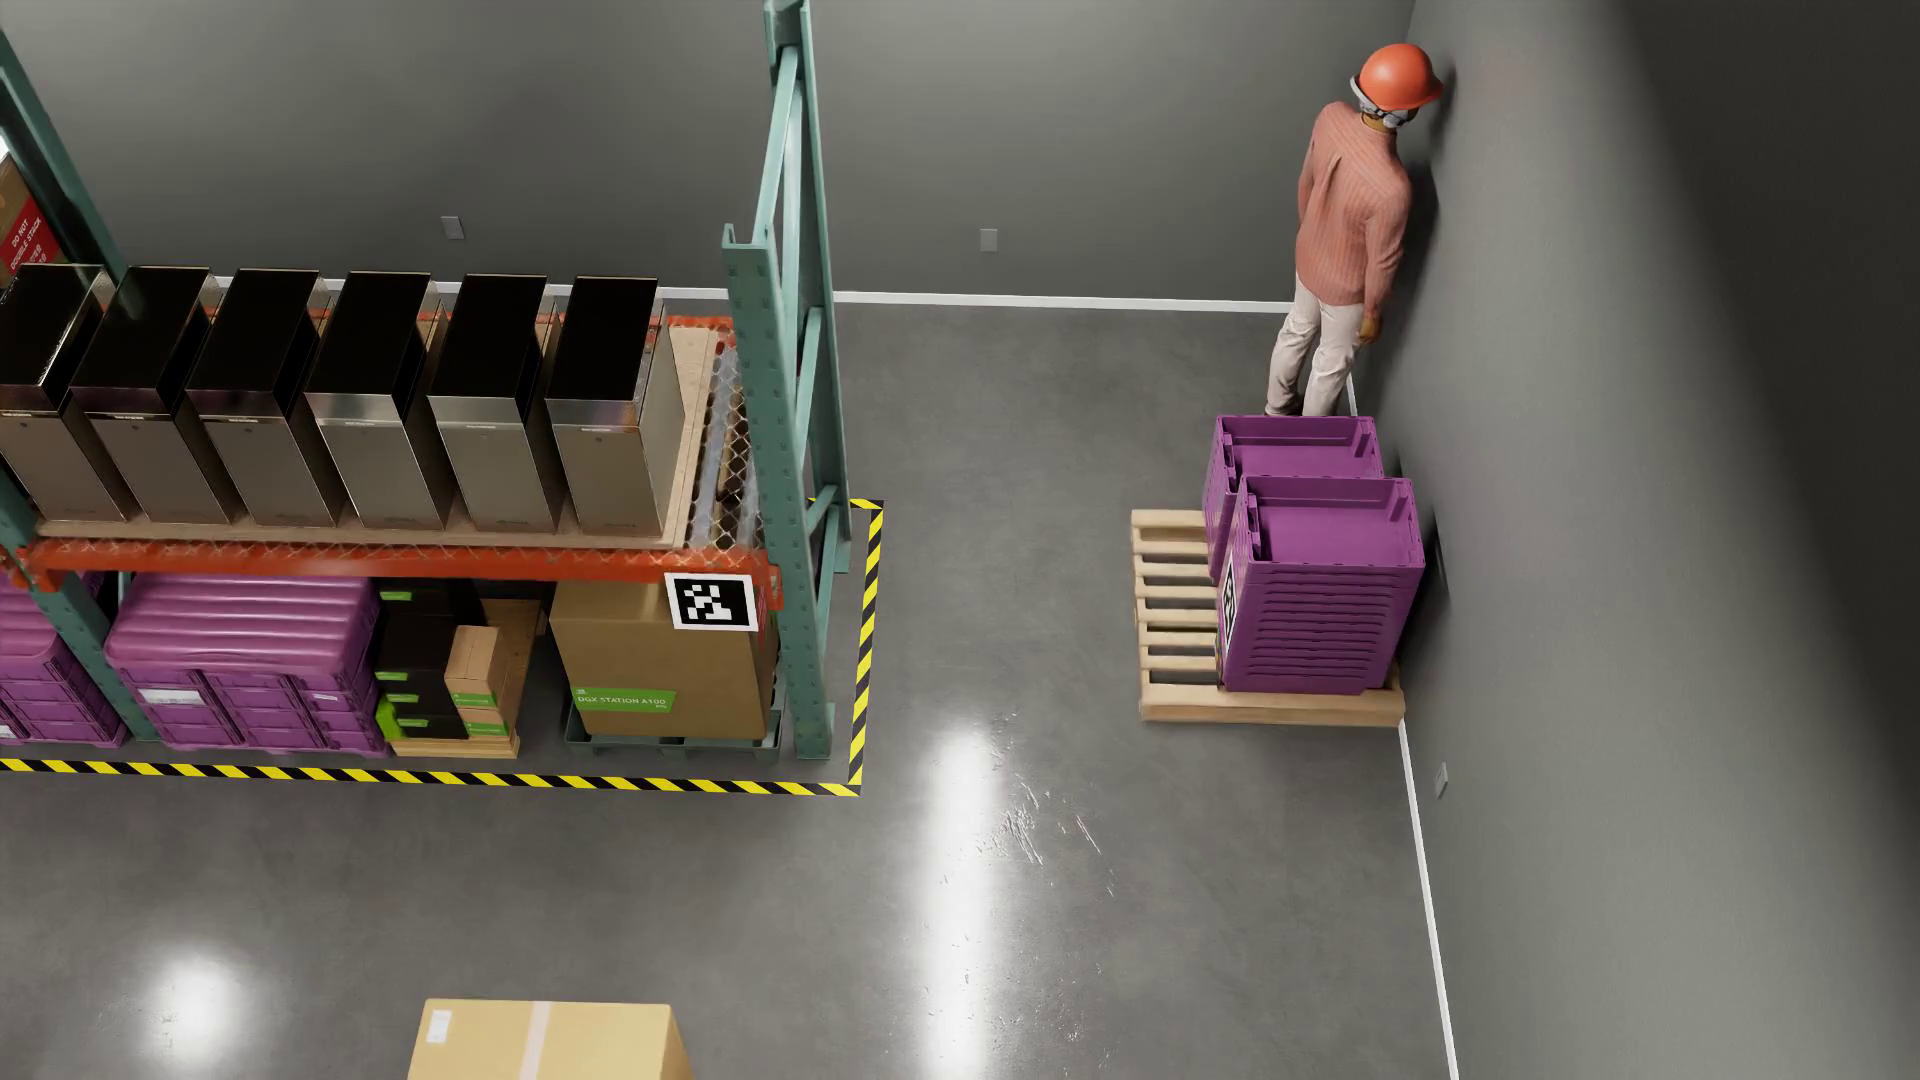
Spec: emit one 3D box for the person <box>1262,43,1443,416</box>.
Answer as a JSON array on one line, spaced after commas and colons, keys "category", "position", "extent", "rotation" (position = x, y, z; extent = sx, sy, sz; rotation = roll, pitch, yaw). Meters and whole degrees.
[{"category": "person", "position": [1.507, -1.070, 6.499], "extent": [0.392, 1.995, 0.612], "rotation": [-16, 54, -12]}]
